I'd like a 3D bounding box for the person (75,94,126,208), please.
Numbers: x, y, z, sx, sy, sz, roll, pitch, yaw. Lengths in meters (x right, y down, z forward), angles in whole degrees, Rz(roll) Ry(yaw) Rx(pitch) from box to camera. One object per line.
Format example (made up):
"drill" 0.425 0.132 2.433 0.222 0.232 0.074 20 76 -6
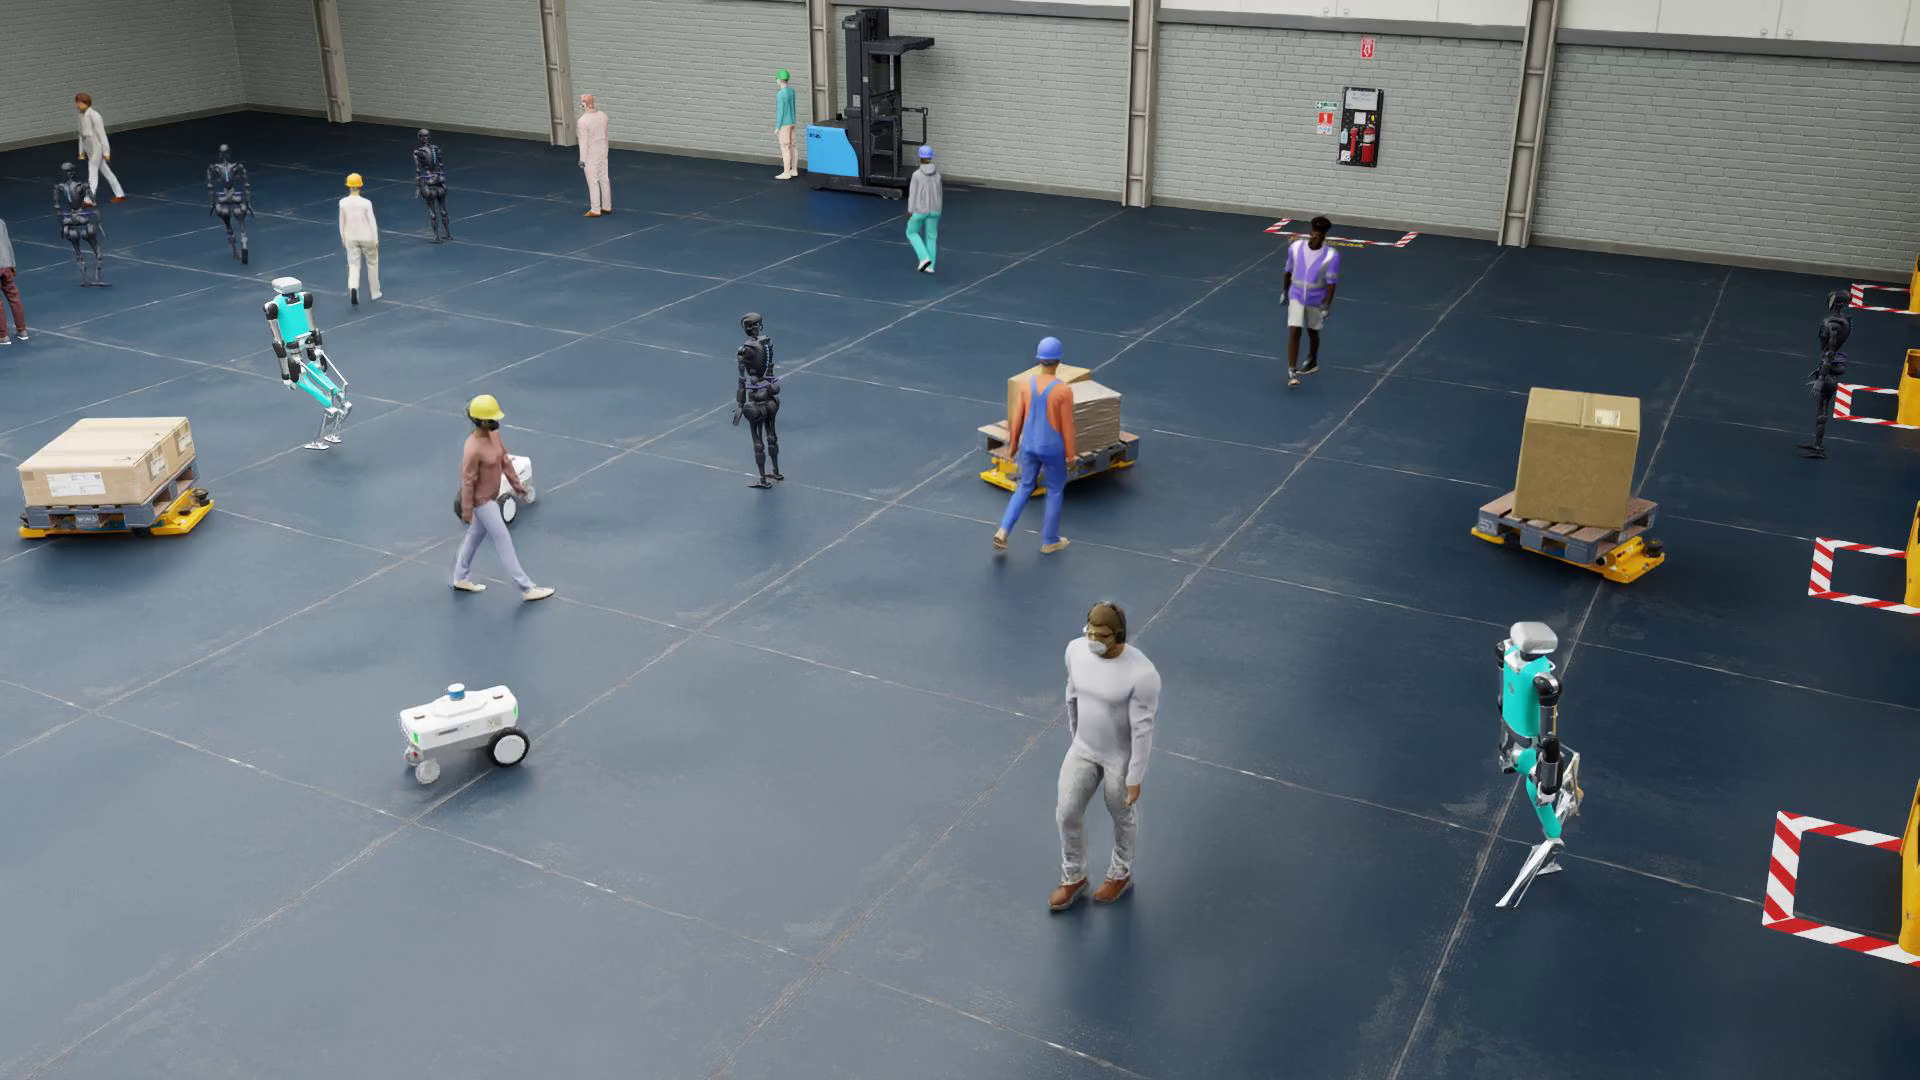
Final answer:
"person" -14.073 -6.303 26.923 0.537 1.783 0.943 15 27 31

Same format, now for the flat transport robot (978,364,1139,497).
"flat transport robot" 0.947 -0.732 15.868 1.431 0.231 0.659 -19 30 -37

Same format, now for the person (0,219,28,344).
"person" -11.457 -3.224 19.716 0.377 1.808 0.541 12 26 26

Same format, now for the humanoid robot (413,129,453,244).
"humanoid robot" -7.794 -5.222 24.523 0.315 1.654 0.599 12 26 25

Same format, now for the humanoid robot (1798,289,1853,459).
"humanoid robot" 8.402 -1.620 16.133 0.315 1.657 0.599 12 26 25

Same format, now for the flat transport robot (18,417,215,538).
"flat transport robot" -7.456 -0.245 14.733 1.431 0.231 0.659 -1 23 -3

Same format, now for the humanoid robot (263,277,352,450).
"humanoid robot" -6.208 -1.677 16.038 0.735 1.677 0.533 12 26 25

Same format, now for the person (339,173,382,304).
"person" -7.712 -3.852 21.339 0.481 1.670 0.664 -2 23 -4

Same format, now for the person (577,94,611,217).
"person" -5.782 -6.049 26.179 0.410 1.904 0.639 12 26 26

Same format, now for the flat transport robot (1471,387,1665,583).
"flat transport robot" 5.158 0.001 14.160 0.659 0.231 1.431 -21 31 -40

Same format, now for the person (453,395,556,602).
"person" -3.704 -0.336 13.106 0.903 1.712 0.530 1 23 3

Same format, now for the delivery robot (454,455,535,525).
"delivery robot" -4.157 -0.486 14.937 0.499 0.600 0.802 7 24 16

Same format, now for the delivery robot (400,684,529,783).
"delivery robot" -3.277 1.226 10.928 0.759 0.579 0.499 -14 27 -29

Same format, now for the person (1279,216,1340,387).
"person" 3.801 -2.647 18.268 0.671 1.886 0.987 11 25 23

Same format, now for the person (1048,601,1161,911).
"person" 0.775 1.228 9.213 0.631 1.915 0.686 16 28 33

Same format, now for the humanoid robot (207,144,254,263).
"humanoid robot" -10.288 -4.732 23.425 0.589 1.634 0.641 -9 25 -20

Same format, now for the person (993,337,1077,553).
"person" 0.650 -0.738 13.849 0.572 1.887 0.644 15 27 31

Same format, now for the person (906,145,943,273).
"person" -0.482 -4.519 22.790 0.560 1.759 0.417 -13 26 -27

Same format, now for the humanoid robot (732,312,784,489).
"humanoid robot" -1.871 -1.303 15.399 0.315 1.654 0.599 12 26 25

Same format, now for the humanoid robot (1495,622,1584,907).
"humanoid robot" 3.372 1.268 9.400 0.813 1.793 0.540 -6 24 -13

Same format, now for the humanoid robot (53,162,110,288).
"humanoid robot" -11.698 -4.157 22.065 0.609 1.648 0.471 0 23 -1

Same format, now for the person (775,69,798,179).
"person" -3.046 -7.250 29.005 0.350 1.875 0.515 12 26 26

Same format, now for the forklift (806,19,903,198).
"forklift" -1.573 -7.292 27.850 1.873 2.768 1.129 12 26 25
